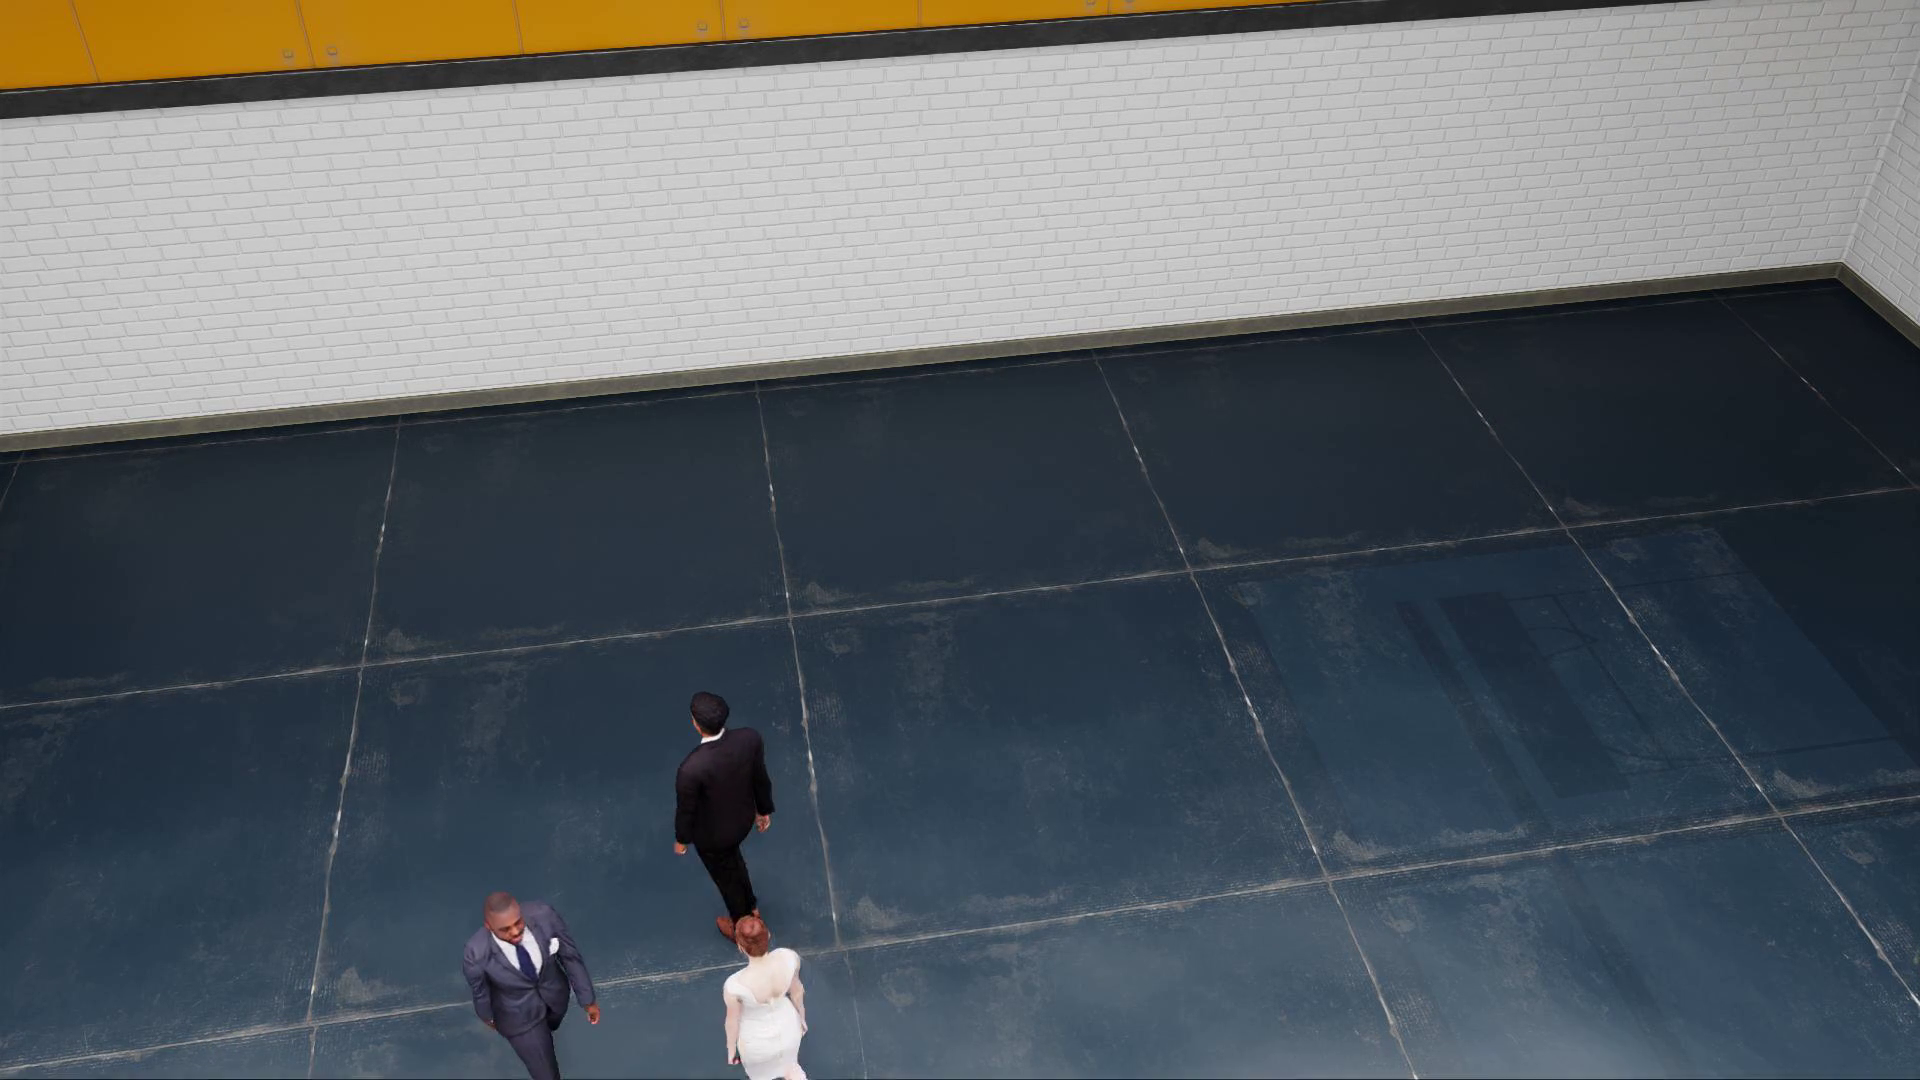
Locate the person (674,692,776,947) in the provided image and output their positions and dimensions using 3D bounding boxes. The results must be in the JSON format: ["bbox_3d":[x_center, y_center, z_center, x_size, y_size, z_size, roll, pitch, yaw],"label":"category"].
[{"bbox_3d":[-1.247,1.623,9.212,0.863,1.862,0.823,28,46,30],"label":"person"}]

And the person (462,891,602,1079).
[{"bbox_3d":[-2.193,2.303,8.416,1.126,1.795,1.312,-31,48,-33],"label":"person"}]

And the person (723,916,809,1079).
[{"bbox_3d":[-0.886,2.517,8.158,0.786,1.781,0.936,-24,44,-27],"label":"person"}]
